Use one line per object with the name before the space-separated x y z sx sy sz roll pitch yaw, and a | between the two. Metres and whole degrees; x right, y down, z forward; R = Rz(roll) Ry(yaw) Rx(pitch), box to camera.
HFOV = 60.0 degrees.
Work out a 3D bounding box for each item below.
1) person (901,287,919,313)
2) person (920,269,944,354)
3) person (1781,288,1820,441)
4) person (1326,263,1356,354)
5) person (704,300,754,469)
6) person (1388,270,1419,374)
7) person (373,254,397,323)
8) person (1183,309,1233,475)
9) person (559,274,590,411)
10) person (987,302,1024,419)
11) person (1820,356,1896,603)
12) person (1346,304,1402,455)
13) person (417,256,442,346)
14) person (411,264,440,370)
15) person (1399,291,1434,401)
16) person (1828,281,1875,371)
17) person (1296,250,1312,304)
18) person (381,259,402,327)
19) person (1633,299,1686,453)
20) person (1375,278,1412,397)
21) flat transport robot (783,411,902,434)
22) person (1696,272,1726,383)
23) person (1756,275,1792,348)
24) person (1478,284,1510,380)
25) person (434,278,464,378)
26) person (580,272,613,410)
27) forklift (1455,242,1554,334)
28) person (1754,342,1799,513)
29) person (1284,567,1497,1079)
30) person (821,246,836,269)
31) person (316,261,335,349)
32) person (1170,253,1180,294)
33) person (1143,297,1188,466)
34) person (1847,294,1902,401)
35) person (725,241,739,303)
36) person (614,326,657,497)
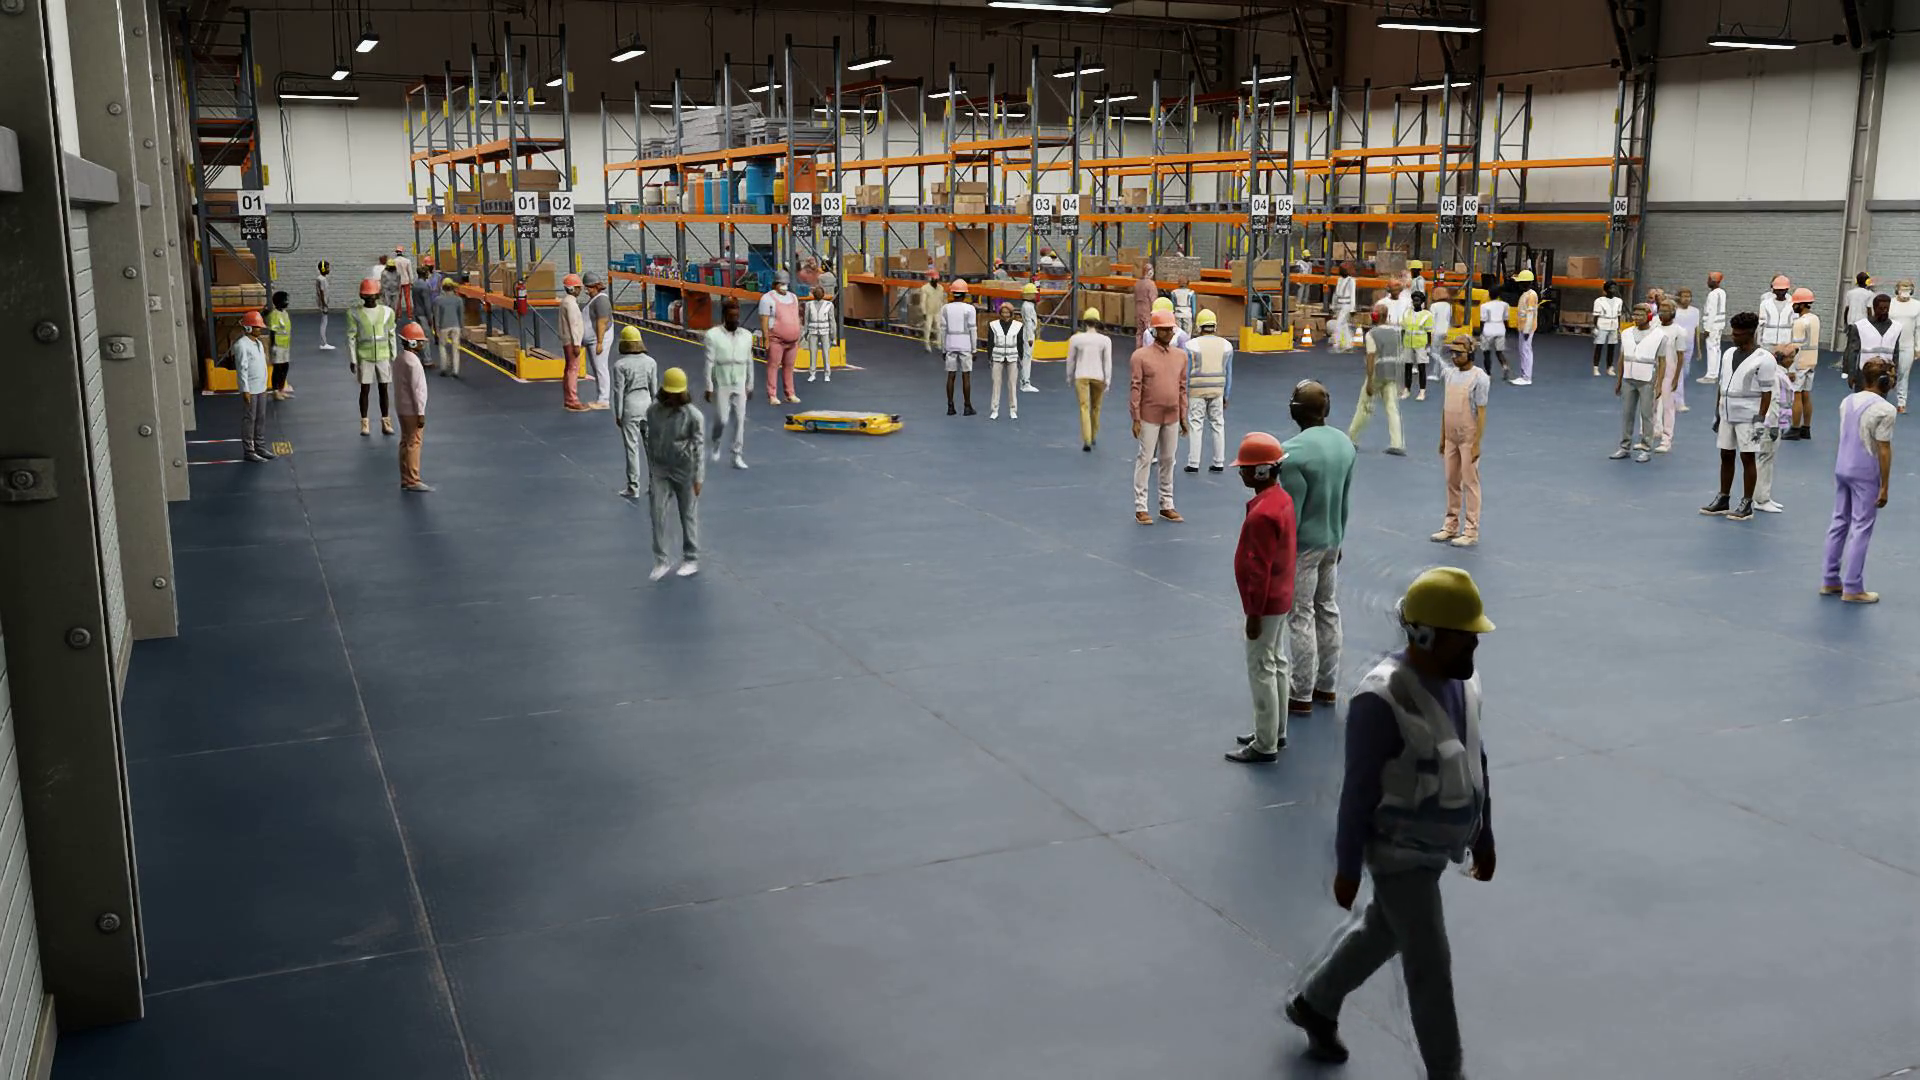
person | -1.370 -7.416 47.788 0.534 1.825 0.947 -6 12 -26
person | -0.525 -4.649 33.947 0.562 1.727 0.668 -6 13 -28
person | 10.664 -2.226 21.142 0.543 1.931 0.388 -9 14 -39
person | 7.807 -4.760 34.204 0.813 1.856 0.594 -2 11 -12
person | -2.619 -1.759 18.819 0.620 1.906 0.541 -7 13 -31
person | 7.904 -3.946 30.046 0.643 1.867 0.966 -8 14 -37
person | -15.129 -6.541 43.378 0.573 1.811 0.791 7 13 33
person | 2.708 -1.630 18.383 0.589 1.824 0.404 -3 12 -15
person | -5.635 -2.875 24.258 0.395 1.992 0.622 -5 12 -23
person | 0.635 -2.510 23.312 0.513 1.640 0.309 0 11 2
person | 6.686 -0.444 12.325 0.348 1.839 0.501 -3 11 -13
person | 4.999 -1.942 20.022 0.592 1.788 0.981 -8 14 -35
person | -11.517 -5.200 36.227 0.552 1.934 0.363 -8 14 -36
person | -9.874 -4.106 30.658 0.370 1.940 0.627 -8 14 -36
person | 7.022 -2.986 25.608 0.533 1.693 0.319 9 14 39
person | 16.369 -3.901 30.217 0.571 1.704 0.872 -7 13 -31
person | 9.783 -7.326 47.296 0.619 1.832 0.404 -9 14 -38
person | -14.367 -6.252 42.101 0.483 1.728 0.352 -5 12 -24
person | 8.460 -1.975 20.064 0.345 1.847 0.508 -8 13 -34
person | 6.763 -3.161 26.049 0.611 1.865 0.459 -2 11 -10
flat transport robot | -1.557 -1.570 22.023 1.431 0.197 0.652 4 12 20
person | 12.776 -3.599 28.228 0.362 1.883 0.575 9 15 40
person | 13.672 -3.532 27.981 0.507 1.847 0.345 10 15 42
person | 9.095 -3.507 28.261 0.544 1.678 0.515 -1 11 -6
person | -9.007 -3.732 29.266 0.538 1.729 0.785 -6 13 -29
person | -5.393 -2.956 24.552 0.535 2.000 0.684 -4 12 -21
forklift | 13.047 -6.049 39.881 2.313 2.155 1.214 -5 12 -23
person | 7.897 -1.096 16.124 0.310 1.639 0.514 6 13 30
person | 1.422 0.945 5.371 0.892 1.797 0.604 11 15 43
person | -3.952 -8.071 51.005 0.633 1.867 0.736 -4 12 -18
person | -13.483 -4.973 35.276 0.320 1.861 0.514 -4 12 -21
person | 6.663 -8.027 51.363 0.280 1.631 0.504 -2 11 -11
person | 2.295 -1.788 18.904 0.587 1.928 0.362 8 14 36
person | 11.037 -2.020 20.134 0.592 1.910 0.378 0 11 0
person | -6.930 -7.974 50.055 0.615 2.038 0.395 -5 12 -25
person | -3.305 -1.306 16.959 0.485 1.738 0.347 -9 15 -40
